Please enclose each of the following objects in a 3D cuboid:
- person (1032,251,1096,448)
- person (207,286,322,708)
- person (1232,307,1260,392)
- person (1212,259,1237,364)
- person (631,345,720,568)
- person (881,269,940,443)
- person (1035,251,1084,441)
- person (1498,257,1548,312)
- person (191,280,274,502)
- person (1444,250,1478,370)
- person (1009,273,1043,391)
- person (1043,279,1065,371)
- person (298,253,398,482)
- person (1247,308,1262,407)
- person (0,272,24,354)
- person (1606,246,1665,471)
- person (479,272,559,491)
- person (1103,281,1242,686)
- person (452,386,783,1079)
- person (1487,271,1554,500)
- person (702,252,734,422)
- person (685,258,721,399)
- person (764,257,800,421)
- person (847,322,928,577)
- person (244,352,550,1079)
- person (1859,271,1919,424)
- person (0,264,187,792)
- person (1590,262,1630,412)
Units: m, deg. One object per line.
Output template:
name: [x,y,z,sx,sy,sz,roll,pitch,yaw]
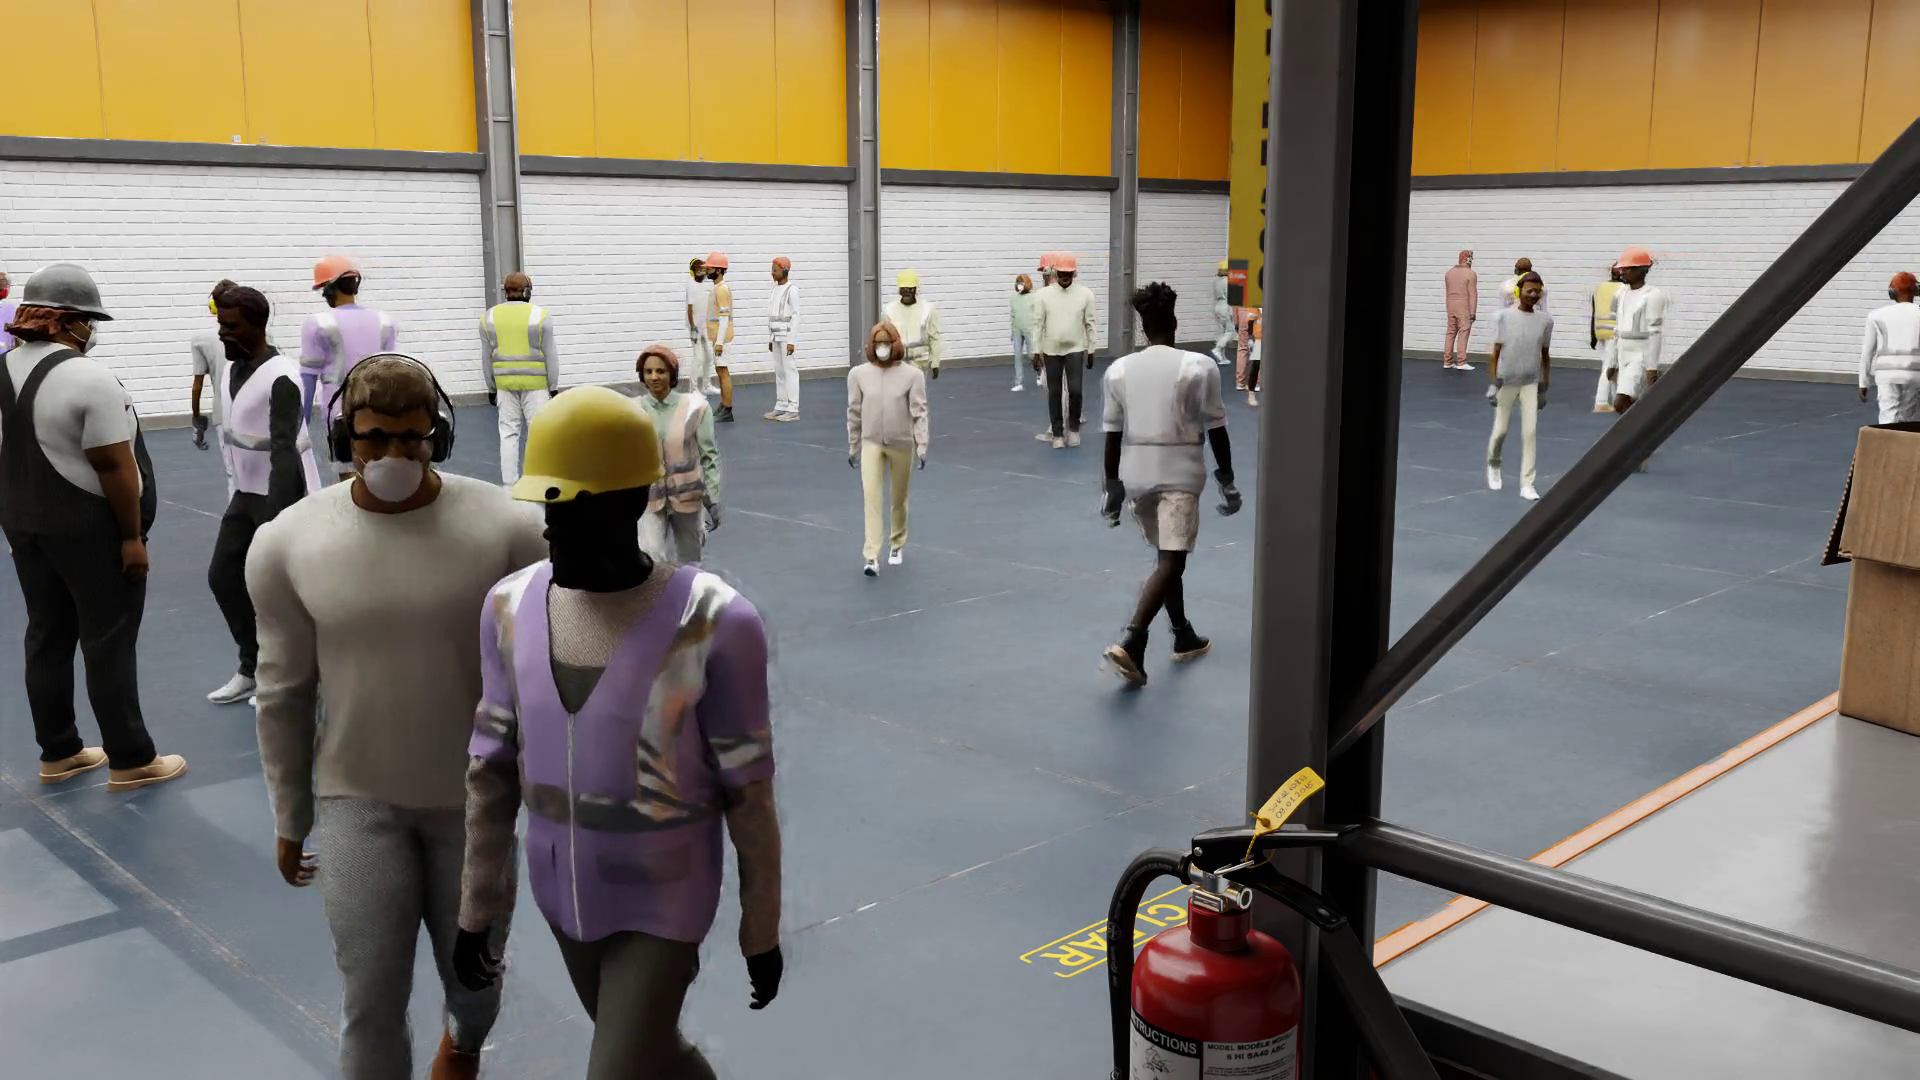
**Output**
person: [1.030,-1.886,16.598,0.640,1.971,0.485,1,10,5]
person: [-3.165,-0.176,7.451,0.623,1.907,0.559,9,14,42]
person: [4.027,-2.979,22.739,0.410,1.913,0.651,-10,14,-43]
person: [4.376,-3.777,27.565,0.404,1.728,0.504,-6,12,-31]
person: [-1.462,-0.190,8.359,0.514,1.604,0.827,-1,10,-6]
person: [-0.501,-1.837,16.825,0.600,1.803,0.873,0,10,2]
person: [0.976,-1.998,17.272,0.456,1.965,0.732,3,11,18]
person: [7.330,-2.761,21.743,0.627,1.844,0.429,2,11,10]
person: [-4.714,-0.767,10.865,0.573,1.836,0.823,-5,11,-24]
person: [8.004,-3.657,26.482,0.403,1.900,0.636,-6,12,-28]
person: [0.919,-2.866,22.910,0.513,1.616,0.586,7,12,32]
person: [1.502,-3.570,26.166,0.343,1.839,0.506,-6,12,-31]
person: [-3.848,-0.779,10.472,0.502,2.013,0.611,7,13,34]
person: [3.826,-2.519,20.817,0.540,1.695,0.316,-5,11,-24]
person: [-8.683,-1.485,14.907,0.658,1.807,0.458,-7,13,-35]
person: [6.018,-1.605,14.918,0.441,2.027,0.644,-1,10,-6]
person: [-3.520,-1.229,13.407,0.621,1.838,0.429,1,10,5]
person: [0.959,-0.288,8.061,0.634,1.919,0.978,8,13,37]
person: [-0.620,0.641,3.126,0.605,1.885,1.007,5,12,26]
person: [4.582,-1.277,13.672,0.533,1.839,0.764,1,10,6]
person: [-2.770,-2.320,19.066,0.350,1.942,0.545,-2,11,-13]
person: [-3.406,-2.769,21.805,0.378,1.836,0.663,2,11,13]
person: [-2.049,-2.315,19.208,0.355,1.880,0.576,-7,12,-33]
person: [-0.459,-0.576,10.502,0.520,1.579,0.845,1,10,3]
person: [-1.170,0.527,3.635,0.648,1.909,0.704,-2,11,-13]
person: [7.935,-1.344,14.075,0.586,1.836,0.955,5,12,27]
person: [-3.384,-0.054,6.440,0.672,2.000,0.536,4,11,19]
person: [8.028,-2.454,20.155,0.831,1.809,0.657,-3,11,-18]
